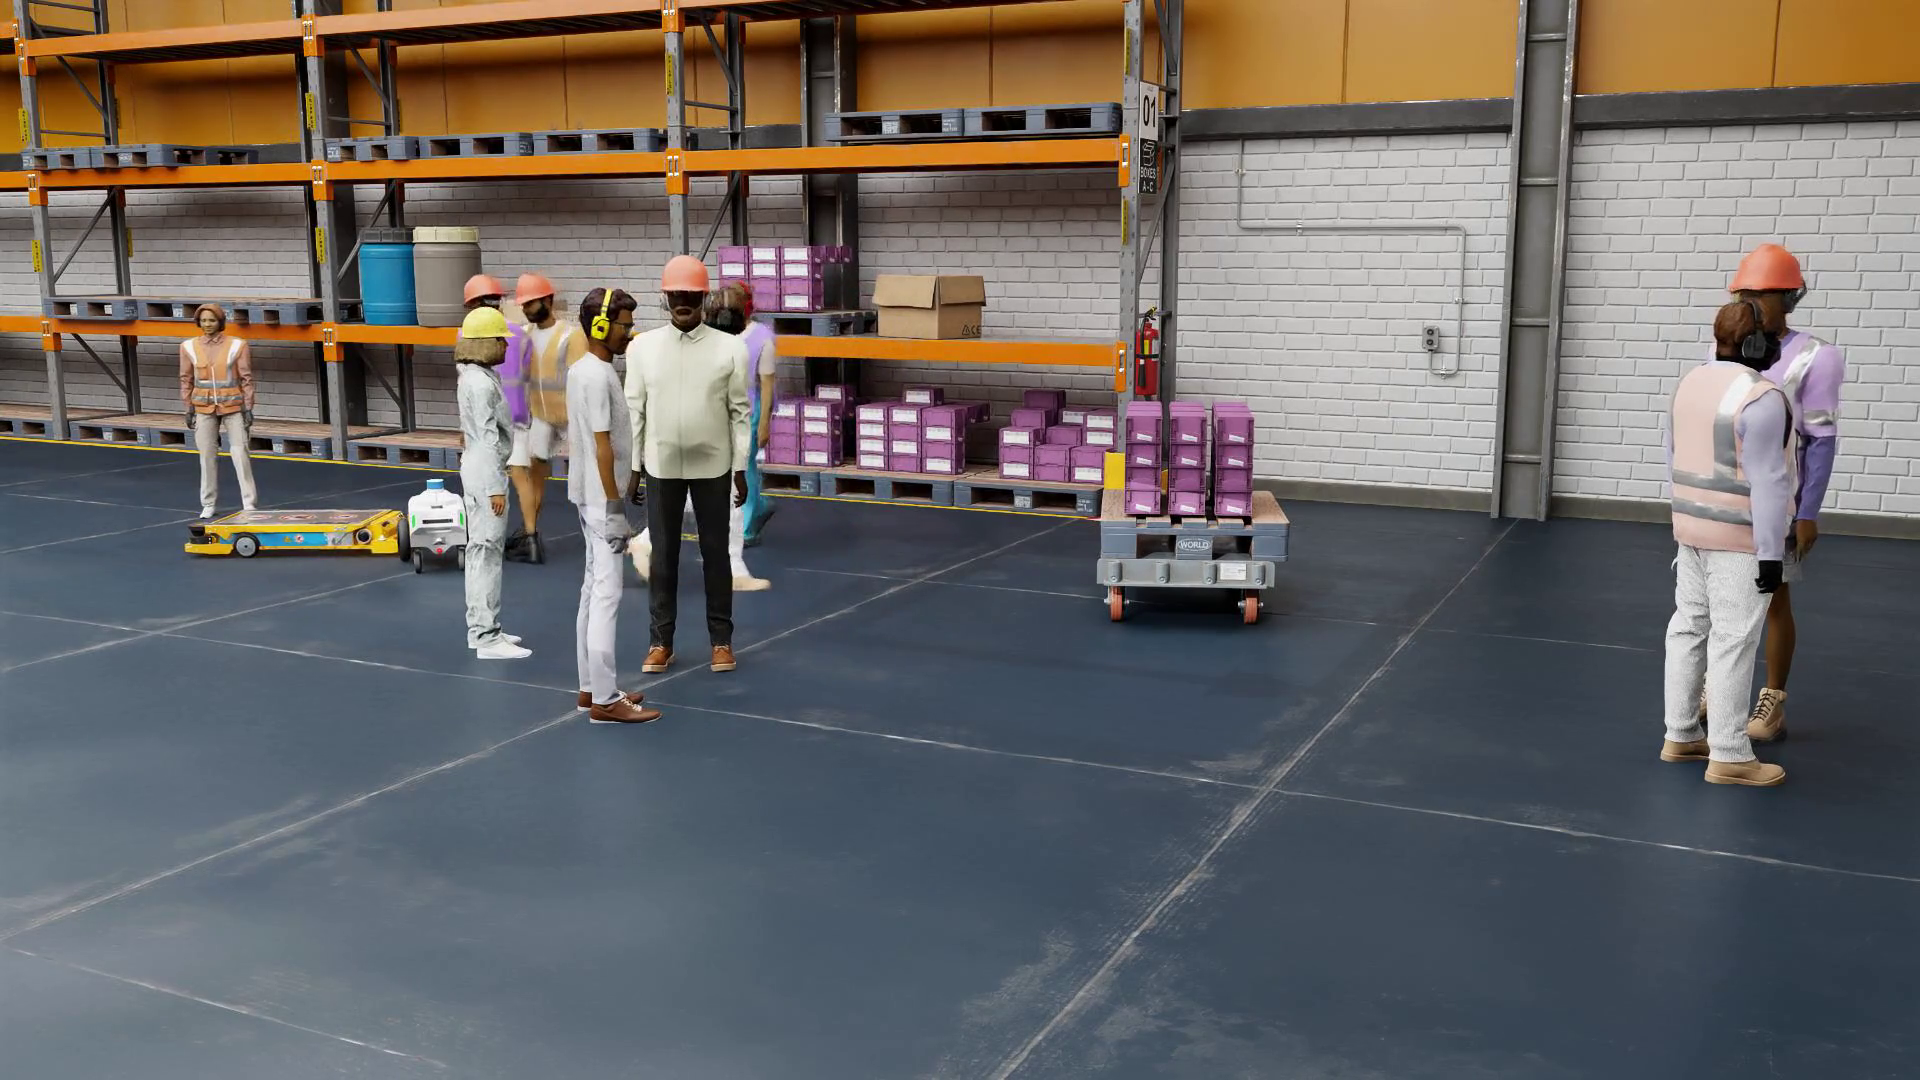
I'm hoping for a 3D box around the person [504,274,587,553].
[{"bbox_3d":[-2.707,-0.835,11.125,0.627,1.865,1.020,4,11,23],"label":"person"}]

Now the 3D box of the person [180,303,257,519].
[{"bbox_3d":[-5.575,-0.966,12.528,0.515,1.628,0.320,-2,10,-12],"label":"person"}]

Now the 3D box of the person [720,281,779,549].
[{"bbox_3d":[-1.435,-0.825,11.161,0.607,1.818,0.458,9,14,43],"label":"person"}]

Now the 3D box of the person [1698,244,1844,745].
[{"bbox_3d":[3.255,-0.178,6.847,0.396,2.040,0.618,-6,11,-29],"label":"person"}]

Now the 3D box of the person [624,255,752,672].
[{"bbox_3d":[-1.303,-0.355,7.973,0.612,1.997,0.376,-1,10,-4],"label":"person"}]

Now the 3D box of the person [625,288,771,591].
[{"bbox_3d":[-1.583,-0.582,9.858,0.808,1.813,0.632,-1,10,-8],"label":"person"}]

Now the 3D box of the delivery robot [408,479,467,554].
[{"bbox_3d":[-3.339,-0.143,10.614,0.477,0.478,0.707,-3,10,-18],"label":"delivery robot"}]

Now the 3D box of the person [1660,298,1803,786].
[{"bbox_3d":[2.948,0.004,6.359,0.429,1.844,0.625,-2,10,-9],"label":"person"}]

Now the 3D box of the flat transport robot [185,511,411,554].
[{"bbox_3d":[-4.378,-0.062,11.231,1.431,0.197,0.652,0,10,-1],"label":"flat transport robot"}]

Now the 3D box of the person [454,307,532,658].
[{"bbox_3d":[-2.332,-0.284,8.289,0.296,1.743,0.492,-4,11,-23],"label":"person"}]

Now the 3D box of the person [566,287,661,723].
[{"bbox_3d":[-1.514,-0.146,7.155,0.327,1.865,0.520,-4,11,-22],"label":"person"}]

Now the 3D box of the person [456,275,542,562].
[{"bbox_3d":[-3.058,-0.799,10.906,0.578,1.863,1.021,-9,14,-43],"label":"person"}]
